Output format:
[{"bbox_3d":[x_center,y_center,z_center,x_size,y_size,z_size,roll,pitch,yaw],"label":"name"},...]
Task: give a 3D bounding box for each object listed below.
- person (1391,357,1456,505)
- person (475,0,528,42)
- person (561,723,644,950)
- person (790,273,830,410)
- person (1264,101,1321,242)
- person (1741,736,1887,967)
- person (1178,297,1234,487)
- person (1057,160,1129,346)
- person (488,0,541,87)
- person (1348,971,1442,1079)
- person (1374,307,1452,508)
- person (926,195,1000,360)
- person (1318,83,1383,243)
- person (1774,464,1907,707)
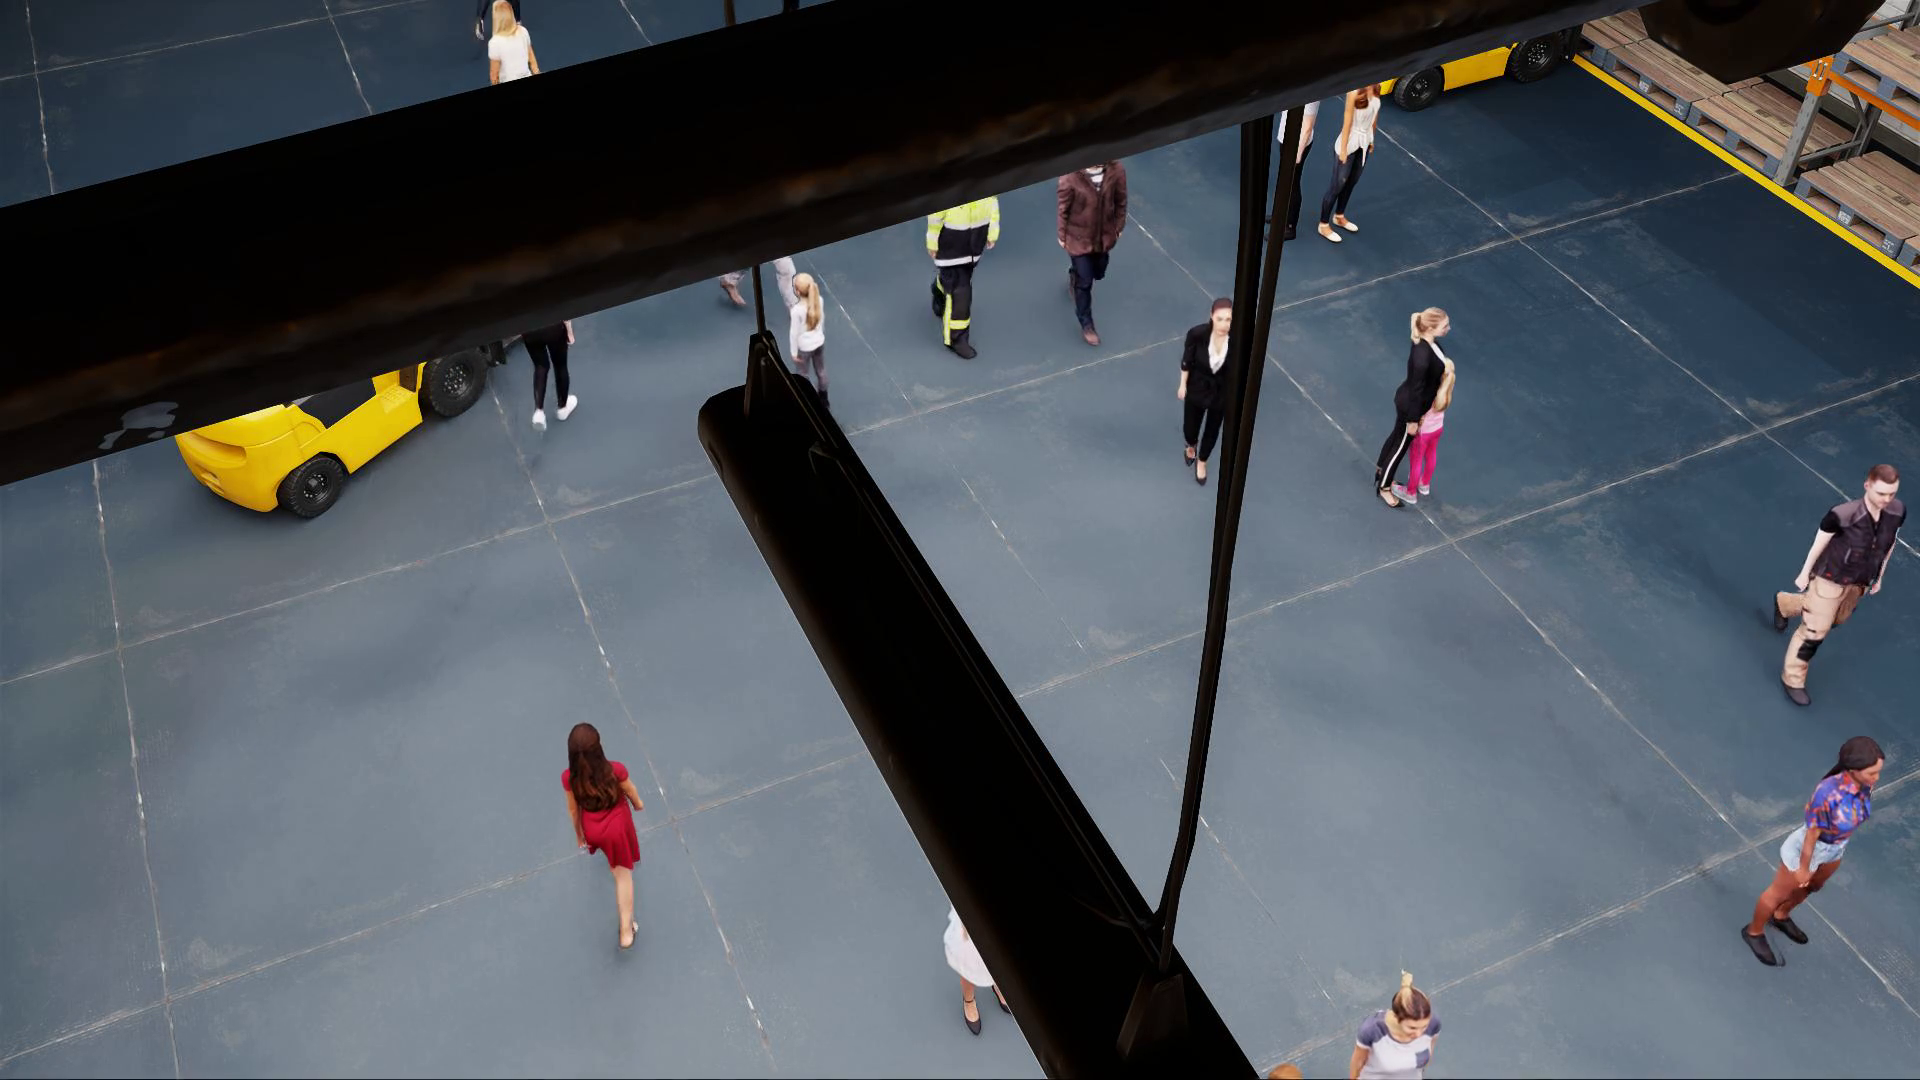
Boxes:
[{"bbox_3d":[3.420,-0.821,12.148,0.511,1.271,0.535,-25,49,-24],"label":"person"},{"bbox_3d":[-4.865,-5.937,17.215,0.997,1.691,1.028,17,46,17],"label":"person"},{"bbox_3d":[-1.981,1.651,9.374,0.794,1.518,1.138,-3,44,-3],"label":"person"},{"bbox_3d":[-1.153,-1.508,12.865,0.559,1.277,0.586,-34,53,-31],"label":"person"},{"bbox_3d":[2.940,-3.490,14.521,0.808,1.863,0.657,1,44,1],"label":"person"},{"bbox_3d":[4.686,1.673,9.188,0.593,1.743,0.554,-19,47,-19],"label":"person"},{"bbox_3d":[1.827,-1.138,12.207,0.726,1.649,0.755,0,44,0],"label":"person"},{"bbox_3d":[1.031,-2.540,13.551,0.813,1.826,1.098,-13,45,-14],"label":"person"},{"bbox_3d":[-3.943,-3.999,15.135,1.298,1.752,0.993,29,51,27],"label":"person"},{"bbox_3d":[2.098,2.651,8.255,0.710,1.614,0.847,-4,44,-4],"label":"person"},{"bbox_3d":[3.245,-0.971,11.990,0.755,1.705,0.663,8,44,9],"label":"person"},{"bbox_3d":[-0.034,-2.499,13.430,0.916,1.932,1.195,-24,49,-23],"label":"person"},{"bbox_3d":[3.424,-3.449,14.559,0.632,1.752,0.608,-31,52,-28],"label":"person"},{"bbox_3d":[5.629,0.166,10.715,0.839,1.819,1.117,-7,44,-7],"label":"person"}]
